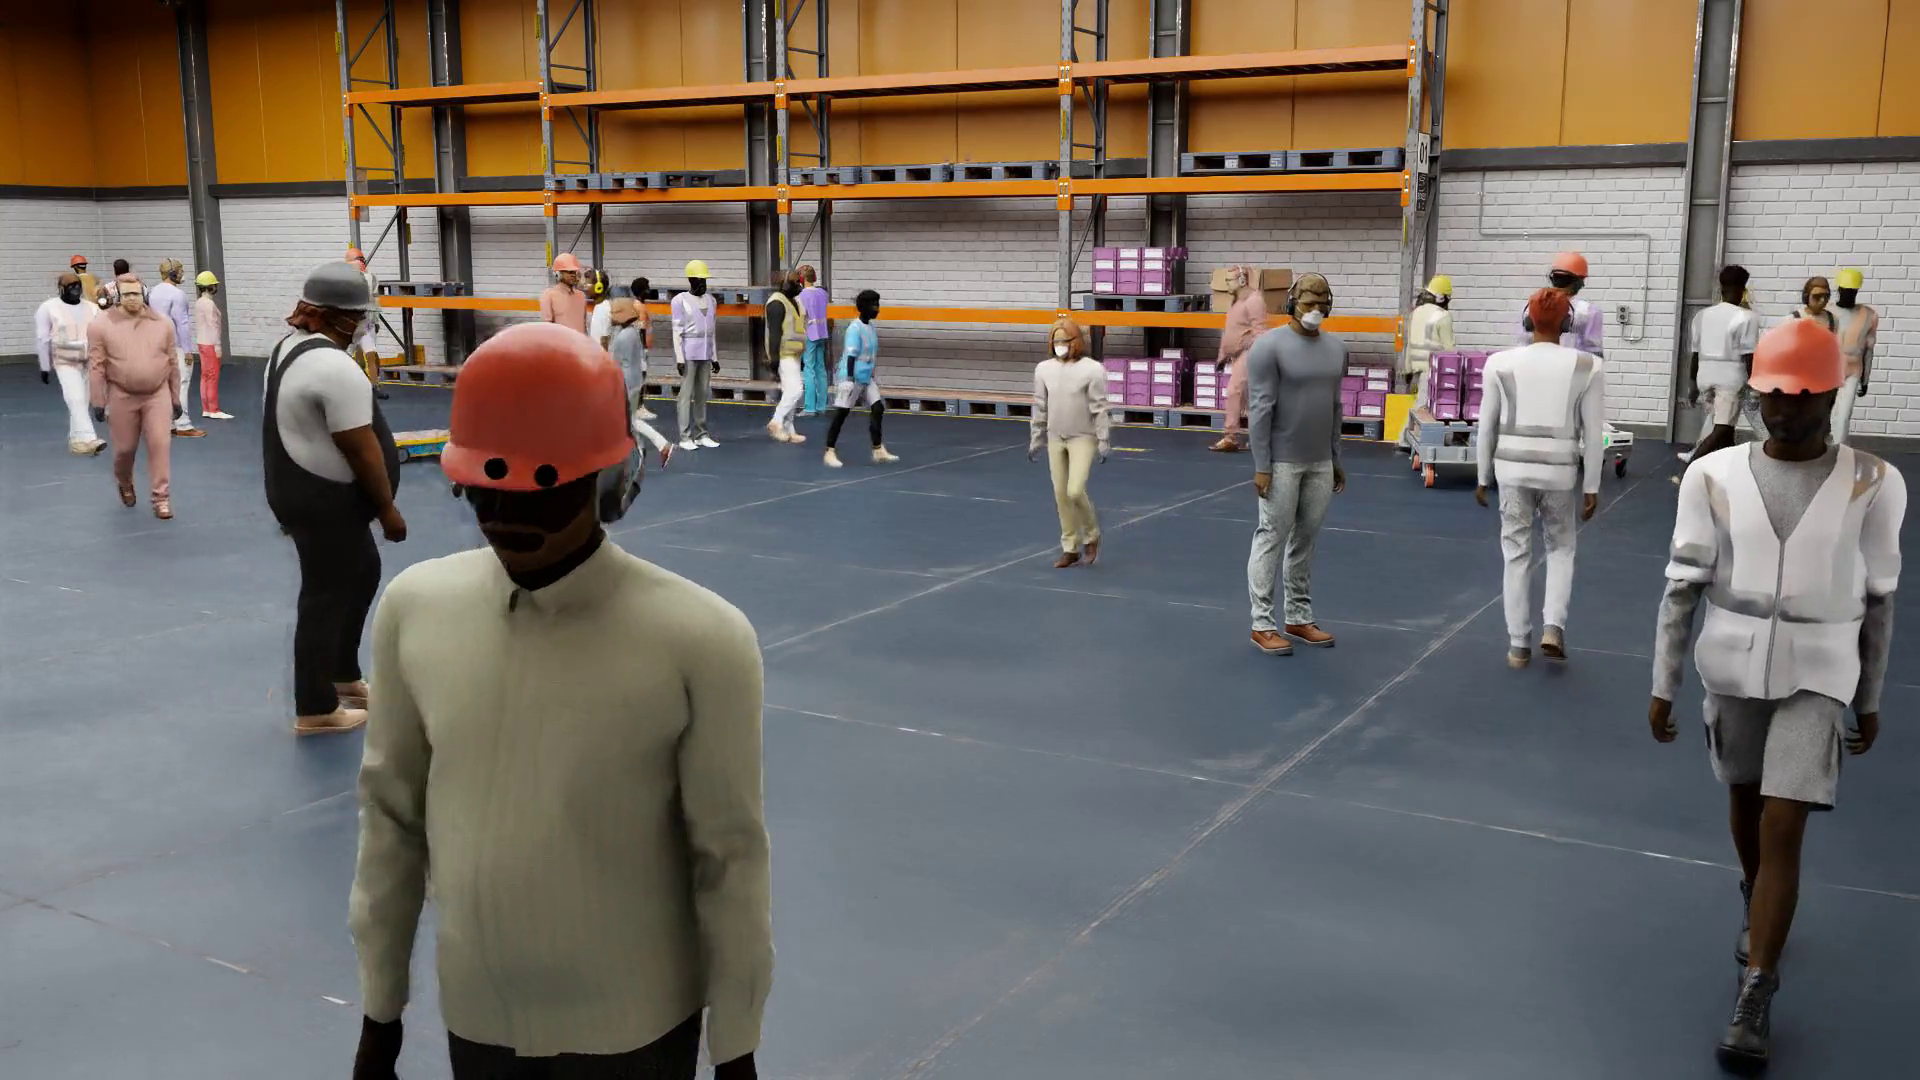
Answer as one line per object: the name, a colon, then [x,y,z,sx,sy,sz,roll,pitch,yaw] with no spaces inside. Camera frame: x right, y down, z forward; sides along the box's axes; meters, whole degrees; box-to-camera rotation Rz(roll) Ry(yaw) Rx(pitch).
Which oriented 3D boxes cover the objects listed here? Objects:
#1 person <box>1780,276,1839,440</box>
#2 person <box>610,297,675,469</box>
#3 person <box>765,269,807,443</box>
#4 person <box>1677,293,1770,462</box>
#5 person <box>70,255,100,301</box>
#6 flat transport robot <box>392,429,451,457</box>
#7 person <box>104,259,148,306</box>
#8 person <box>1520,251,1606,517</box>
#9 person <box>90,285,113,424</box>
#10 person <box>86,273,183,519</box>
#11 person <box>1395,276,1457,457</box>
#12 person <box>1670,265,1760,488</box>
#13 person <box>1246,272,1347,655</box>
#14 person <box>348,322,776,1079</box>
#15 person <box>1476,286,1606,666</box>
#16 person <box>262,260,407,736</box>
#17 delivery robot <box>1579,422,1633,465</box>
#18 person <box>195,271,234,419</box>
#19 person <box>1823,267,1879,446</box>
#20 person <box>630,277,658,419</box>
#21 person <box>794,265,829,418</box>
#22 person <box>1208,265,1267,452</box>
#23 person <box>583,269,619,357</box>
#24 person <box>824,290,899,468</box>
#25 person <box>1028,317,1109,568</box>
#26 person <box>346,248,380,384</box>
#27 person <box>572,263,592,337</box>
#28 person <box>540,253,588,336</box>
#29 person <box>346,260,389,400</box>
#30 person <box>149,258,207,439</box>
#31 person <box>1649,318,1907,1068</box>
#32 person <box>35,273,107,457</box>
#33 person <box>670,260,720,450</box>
person: [7.030,-1.275,13.810,0.542,1.826,0.392,-2,10,-9]
person: [-2.956,-1.389,15.056,0.637,1.609,0.507,0,10,0]
person: [-1.801,-1.918,17.443,0.452,1.827,0.646,2,10,13]
person: [7.304,-1.513,15.572,0.521,1.696,0.929,-9,13,-40]
person: [-14.531,-3.761,27.612,0.368,1.929,0.542,5,11,26]
flat transport robot: [-5.335,-0.931,16.275,0.652,0.197,1.431,9,13,41]
person: [-11.423,-2.890,22.793,0.592,1.881,0.934,-8,13,-39]
person: [4.610,-1.178,12.703,0.528,2.021,0.622,-9,13,-41]
person: [-9.950,-2.161,19.395,0.529,1.620,0.355,-8,13,-39]
person: [-6.347,-1.117,12.812,0.645,1.875,0.823,-7,12,-33]
person: [4.698,-1.709,16.415,0.960,1.772,0.617,-3,11,-17]
person: [6.257,-1.299,13.676,0.959,1.922,0.635,-4,11,-22]
person: [1.728,-0.391,8.509,0.627,1.936,0.374,-6,12,-32]
person: [-0.584,0.679,2.399,0.626,1.968,0.598,3,11,19]
person: [2.838,-0.302,8.180,0.590,1.870,0.405,3,11,19]
person: [-2.620,-0.190,7.068,0.634,2.000,0.701,-7,12,-35]
delivery robot: [5.733,-0.899,15.023,0.477,0.478,0.707,-3,11,-19]
person: [-8.991,-2.334,19.977,0.304,1.772,0.526,-8,13,-40]
person: [7.964,-1.535,15.111,0.597,1.888,0.858,4,11,20]
person: [-3.837,-2.302,20.001,0.322,1.696,0.536,-3,11,-18]
person: [-1.801,-2.396,20.138,0.377,1.838,0.563,6,12,32]
person: [2.772,-1.804,16.682,0.843,1.875,0.660,-2,10,-11]
person: [-3.405,-1.569,15.400,0.642,1.852,0.554,-3,11,-19]
person: [-0.921,-1.511,15.608,0.753,1.653,0.605,3,10,16]
person: [0.697,-0.609,10.635,0.523,1.618,0.383,7,12,34]
person: [-8.607,-3.150,23.833,0.395,2.038,0.615,6,12,32]
person: [-4.055,-1.985,17.682,0.515,1.887,0.653,-2,10,-11]
person: [-3.956,-1.886,16.802,0.379,1.996,0.610,6,12,30]
person: [-8.204,-2.856,22.598,0.986,1.896,0.543,8,13,37]
person: [-8.461,-2.057,17.931,0.638,1.938,0.356,8,13,38]
person: [2.180,0.348,4.471,0.557,1.887,1.012,7,12,33]
person: [-8.648,-1.716,16.393,0.927,1.794,0.654,7,12,35]
person: [-2.684,-1.888,17.005,0.382,1.928,0.587,7,12,36]
